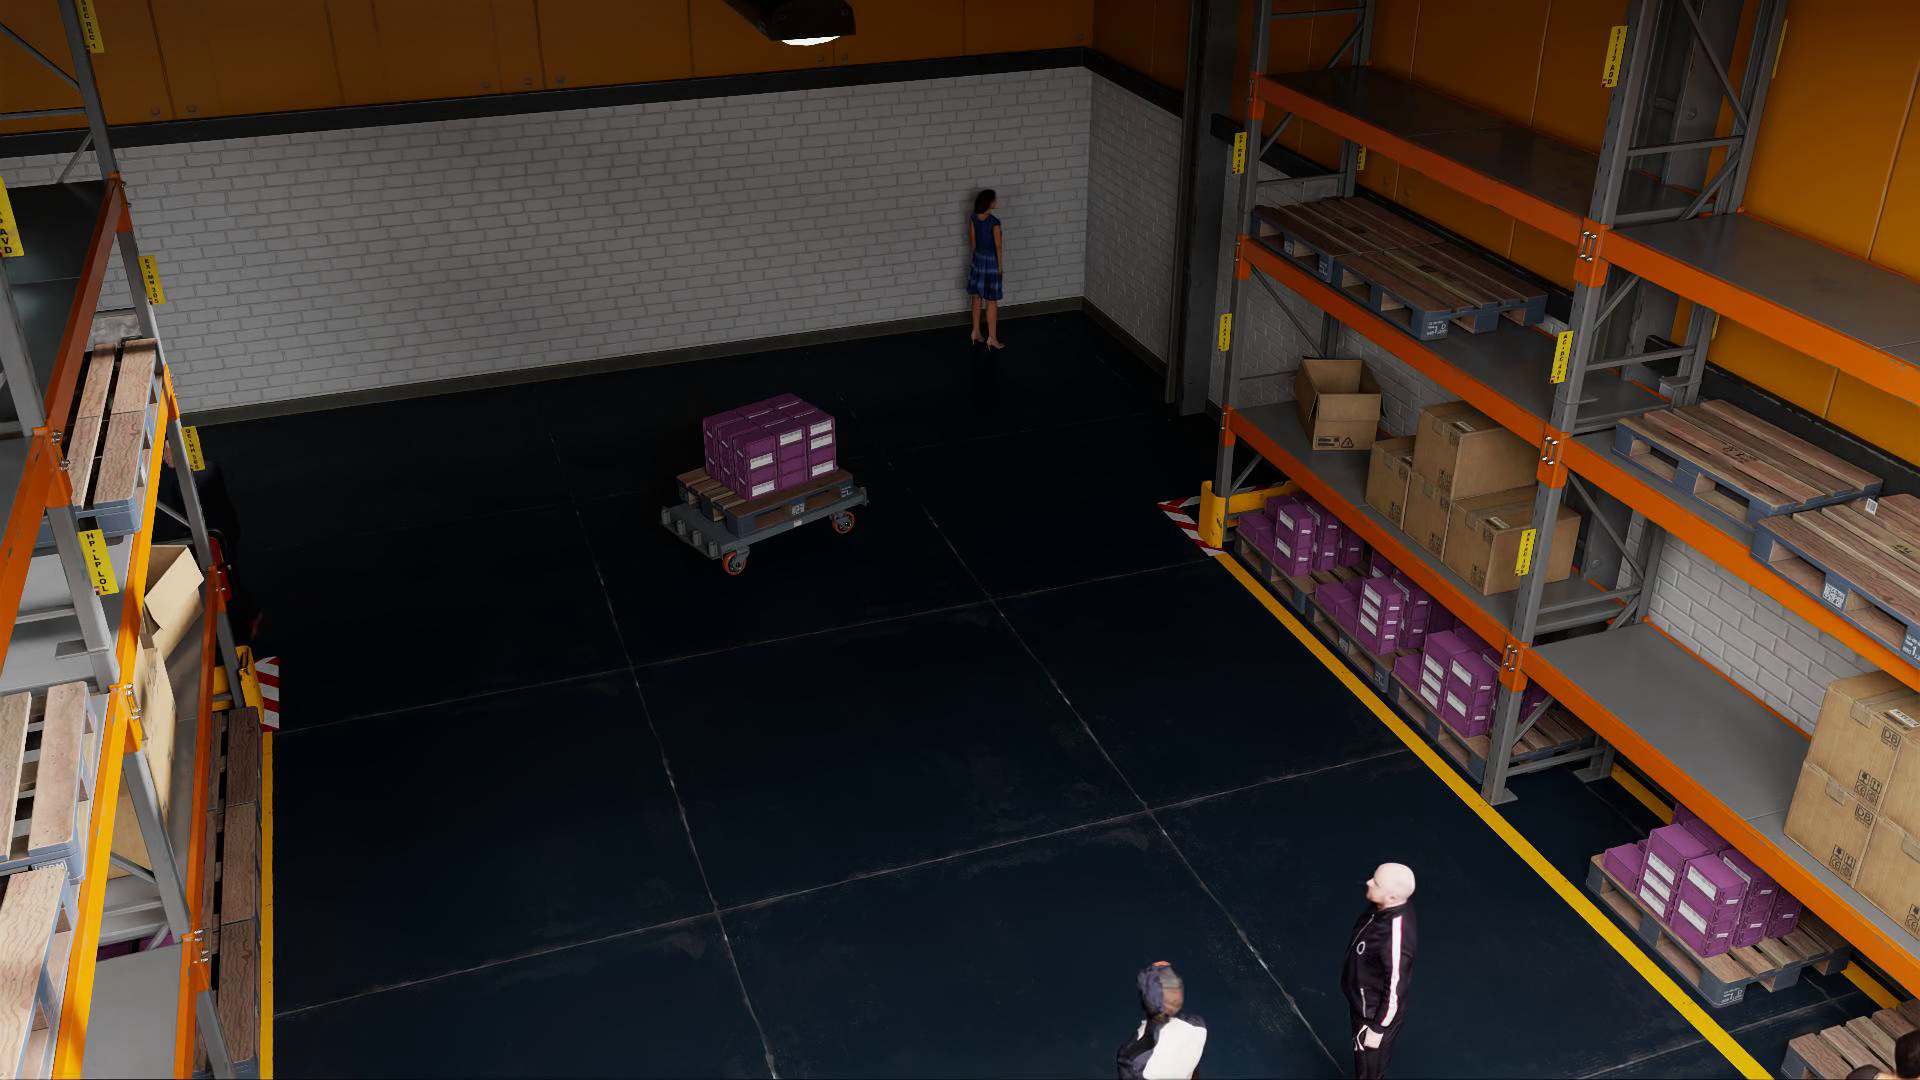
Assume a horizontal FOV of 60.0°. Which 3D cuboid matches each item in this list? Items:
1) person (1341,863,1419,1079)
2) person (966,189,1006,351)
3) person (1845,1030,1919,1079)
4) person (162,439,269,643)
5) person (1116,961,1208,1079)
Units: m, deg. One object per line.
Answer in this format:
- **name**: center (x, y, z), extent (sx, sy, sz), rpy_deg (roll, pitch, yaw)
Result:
- **person**: center (2.129, 2.377, 8.476), extent (0.815, 1.837, 0.684), rpy_deg (4, 29, 7)
- **person**: center (0.301, -2.989, 18.346), extent (0.803, 1.806, 0.648), rpy_deg (-24, 36, -36)
- **person**: center (4.162, 2.919, 7.616), extent (0.709, 1.710, 0.531), rpy_deg (-6, 29, -10)
- **person**: center (-5.746, 0.013, 12.872), extent (1.080, 1.776, 1.024), rpy_deg (13, 31, 23)
- **person**: center (0.899, 2.737, 7.758), extent (0.757, 1.892, 0.702), rpy_deg (-21, 35, -33)
